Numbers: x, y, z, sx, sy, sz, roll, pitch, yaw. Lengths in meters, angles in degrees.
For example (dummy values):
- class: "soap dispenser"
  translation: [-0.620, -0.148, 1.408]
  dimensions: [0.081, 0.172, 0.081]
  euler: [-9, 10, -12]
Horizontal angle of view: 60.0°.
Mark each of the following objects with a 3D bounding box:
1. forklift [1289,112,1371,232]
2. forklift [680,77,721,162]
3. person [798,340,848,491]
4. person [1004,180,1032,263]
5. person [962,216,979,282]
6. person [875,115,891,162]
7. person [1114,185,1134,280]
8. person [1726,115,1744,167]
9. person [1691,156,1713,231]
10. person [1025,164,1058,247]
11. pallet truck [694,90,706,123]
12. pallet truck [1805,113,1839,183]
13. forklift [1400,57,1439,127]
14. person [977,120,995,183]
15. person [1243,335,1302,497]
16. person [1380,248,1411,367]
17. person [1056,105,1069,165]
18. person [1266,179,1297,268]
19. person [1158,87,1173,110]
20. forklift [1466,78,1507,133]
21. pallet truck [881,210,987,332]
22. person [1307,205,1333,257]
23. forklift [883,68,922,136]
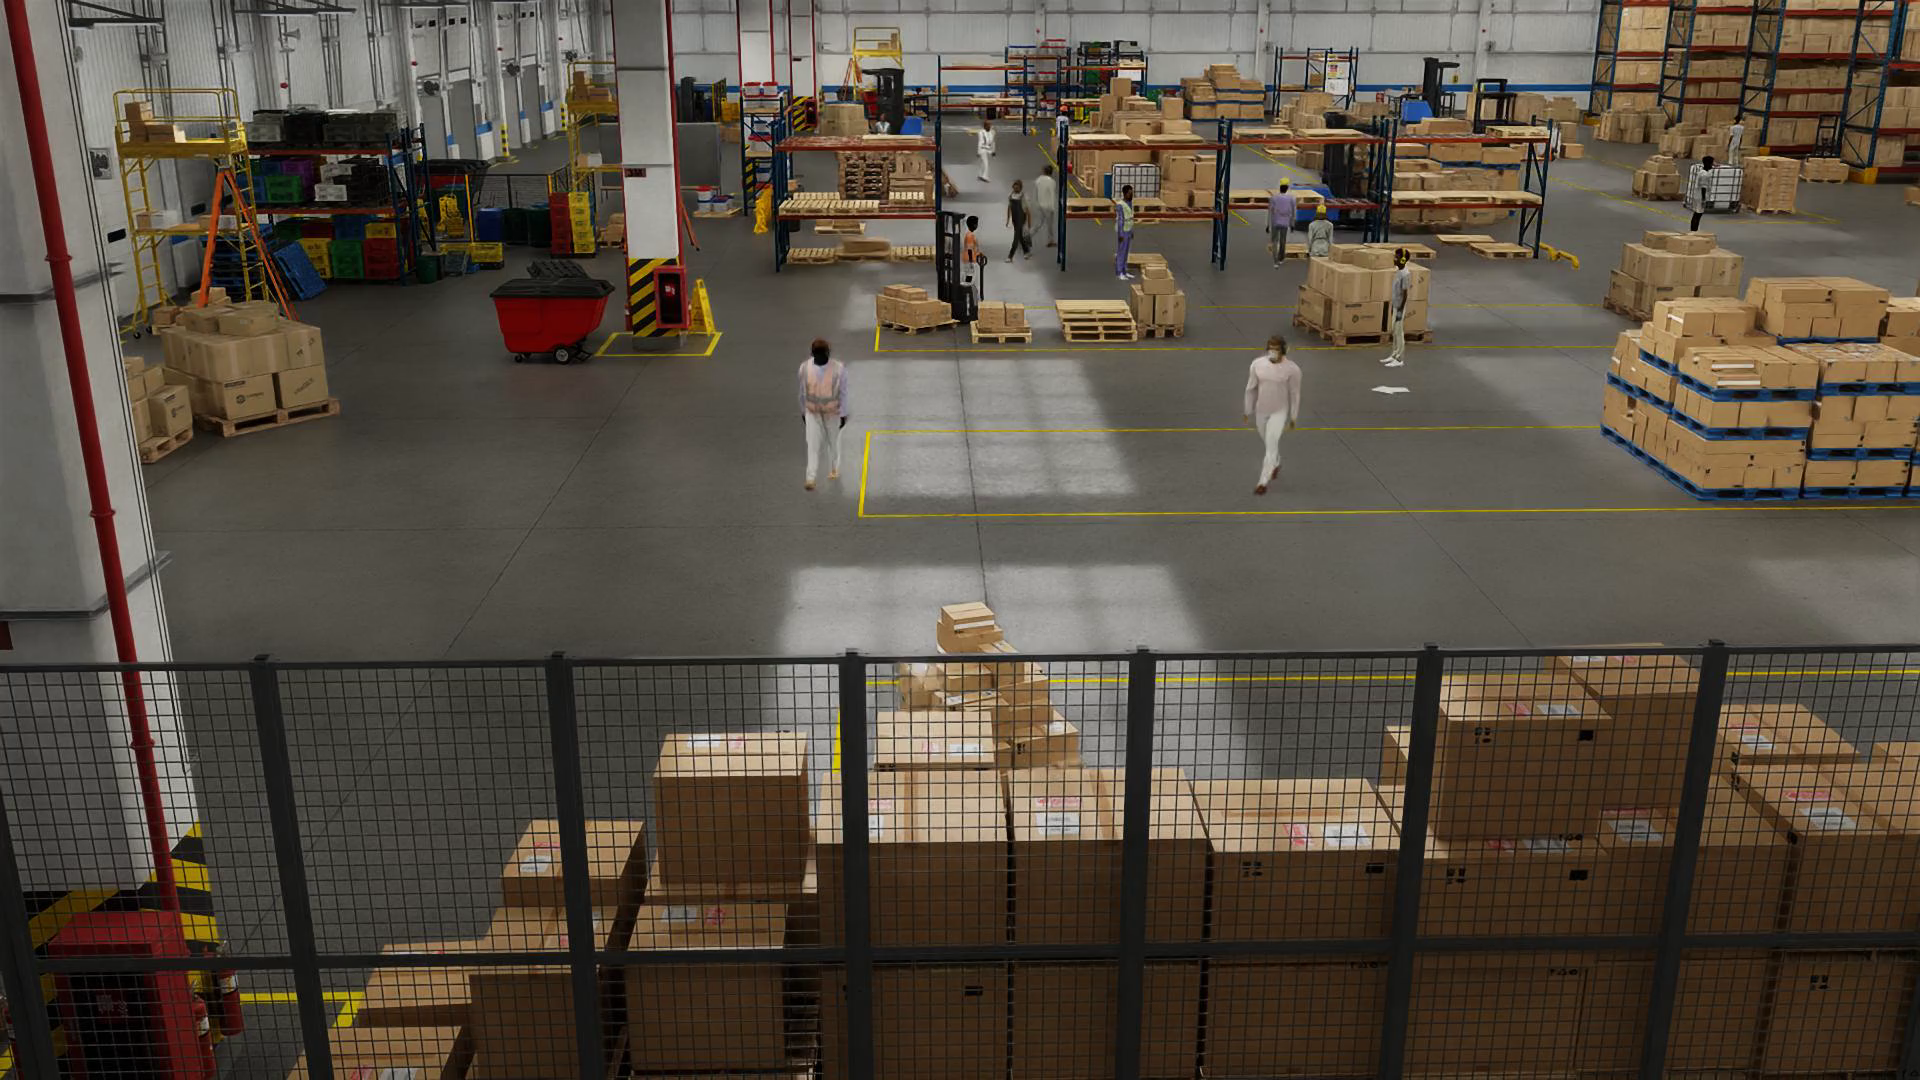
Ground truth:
- class: "forklift"
  translation: [9.035, -8.960, 40.452]
  dimensions: [1.873, 2.768, 1.129]
  euler: [-1, 19, -1]
- class: "forklift"
  translation: [-8.944, -13.866, 55.007]
  dimensions: [1.873, 2.768, 1.129]
  euler: [-1, 19, -1]
- class: "person"
  translation: [-1.650, -1.521, 20.065]
  dimensions: [0.616, 1.799, 0.977]
  euler: [1, 19, 4]
- class: "person"
  translation: [1.301, -6.953, 36.200]
  dimensions: [0.532, 1.786, 0.954]
  euler: [15, 24, 37]
- class: "person"
  translation: [0.203, -5.244, 31.256]
  dimensions: [0.321, 1.694, 0.529]
  euler: [1, 19, 2]
- class: "person"
  translation: [-2.536, -13.327, 55.359]
  dimensions: [0.539, 1.607, 0.773]
  euler: [-5, 19, -16]
- class: "person"
  translation: [3.371, -6.295, 34.028]
  dimensions: [0.388, 1.919, 0.594]
  euler: [10, 21, 26]
- class: "person"
  translation: [24.180, -12.313, 51.968]
  dimensions: [0.511, 1.865, 0.329]
  euler: [-7, 20, -19]
- class: "person"
  translation: [17.460, -8.049, 39.155]
  dimensions: [0.367, 1.967, 0.601]
  euler: [4, 19, 12]
- class: "person"
  translation: [1.881, -7.610, 37.962]
  dimensions: [0.828, 1.911, 0.651]
  euler: [-15, 24, -38]
- class: "pallet truck"
  translation: [-9.671, -15.907, 62.421]
  dimensions: [0.823, 1.965, 1.885]
  euler: [5, 19, 15]
- class: "pallet truck"
  translation: [26.403, -11.957, 50.702]
  dimensions: [0.823, 1.965, 1.885]
  euler: [6, 19, 16]
- class: "forklift"
  translation: [19.363, -18.501, 68.756]
  dimensions: [1.873, 2.768, 1.129]
  euler: [-1, 19, -1]
- class: "person"
  translation: [0.719, -11.782, 50.421]
  dimensions: [0.686, 1.858, 0.596]
  euler: [17, 25, 41]
- class: "person"
  translation: [3.774, -1.547, 20.002]
  dimensions: [0.629, 1.898, 1.053]
  euler: [11, 22, 30]
- class: "person"
  translation: [6.927, -3.680, 26.338]
  dimensions: [0.328, 1.876, 0.514]
  euler: [0, 19, 1]
- class: "person"
  translation: [3.410, -13.356, 54.940]
  dimensions: [0.354, 1.942, 0.545]
  euler: [-17, 25, -40]
- class: "person"
  translation: [6.845, -6.802, 35.615]
  dimensions: [0.628, 1.868, 0.826]
  euler: [0, 19, 1]
- class: "person"
  translation: [8.029, -16.699, 64.916]
  dimensions: [0.736, 1.902, 0.468]
  euler: [11, 22, 30]
- class: "forklift"
  translation: [17.246, -13.658, 54.390]
  dimensions: [1.129, 2.768, 1.873]
  euler: [0, 19, -1]
- class: "pallet truck"
  translation: [-0.493, -4.759, 29.349]
  dimensions: [1.885, 1.965, 0.823]
  euler: [-13, 23, -34]
- class: "person"
  translation: [6.994, -5.642, 32.362]
  dimensions: [0.484, 1.744, 0.297]
  euler: [1, 19, 3]
- class: "forklift"
  translation: [-2.381, -15.698, 60.440]
  dimensions: [1.873, 2.768, 1.129]
  euler: [-13, 23, -34]
